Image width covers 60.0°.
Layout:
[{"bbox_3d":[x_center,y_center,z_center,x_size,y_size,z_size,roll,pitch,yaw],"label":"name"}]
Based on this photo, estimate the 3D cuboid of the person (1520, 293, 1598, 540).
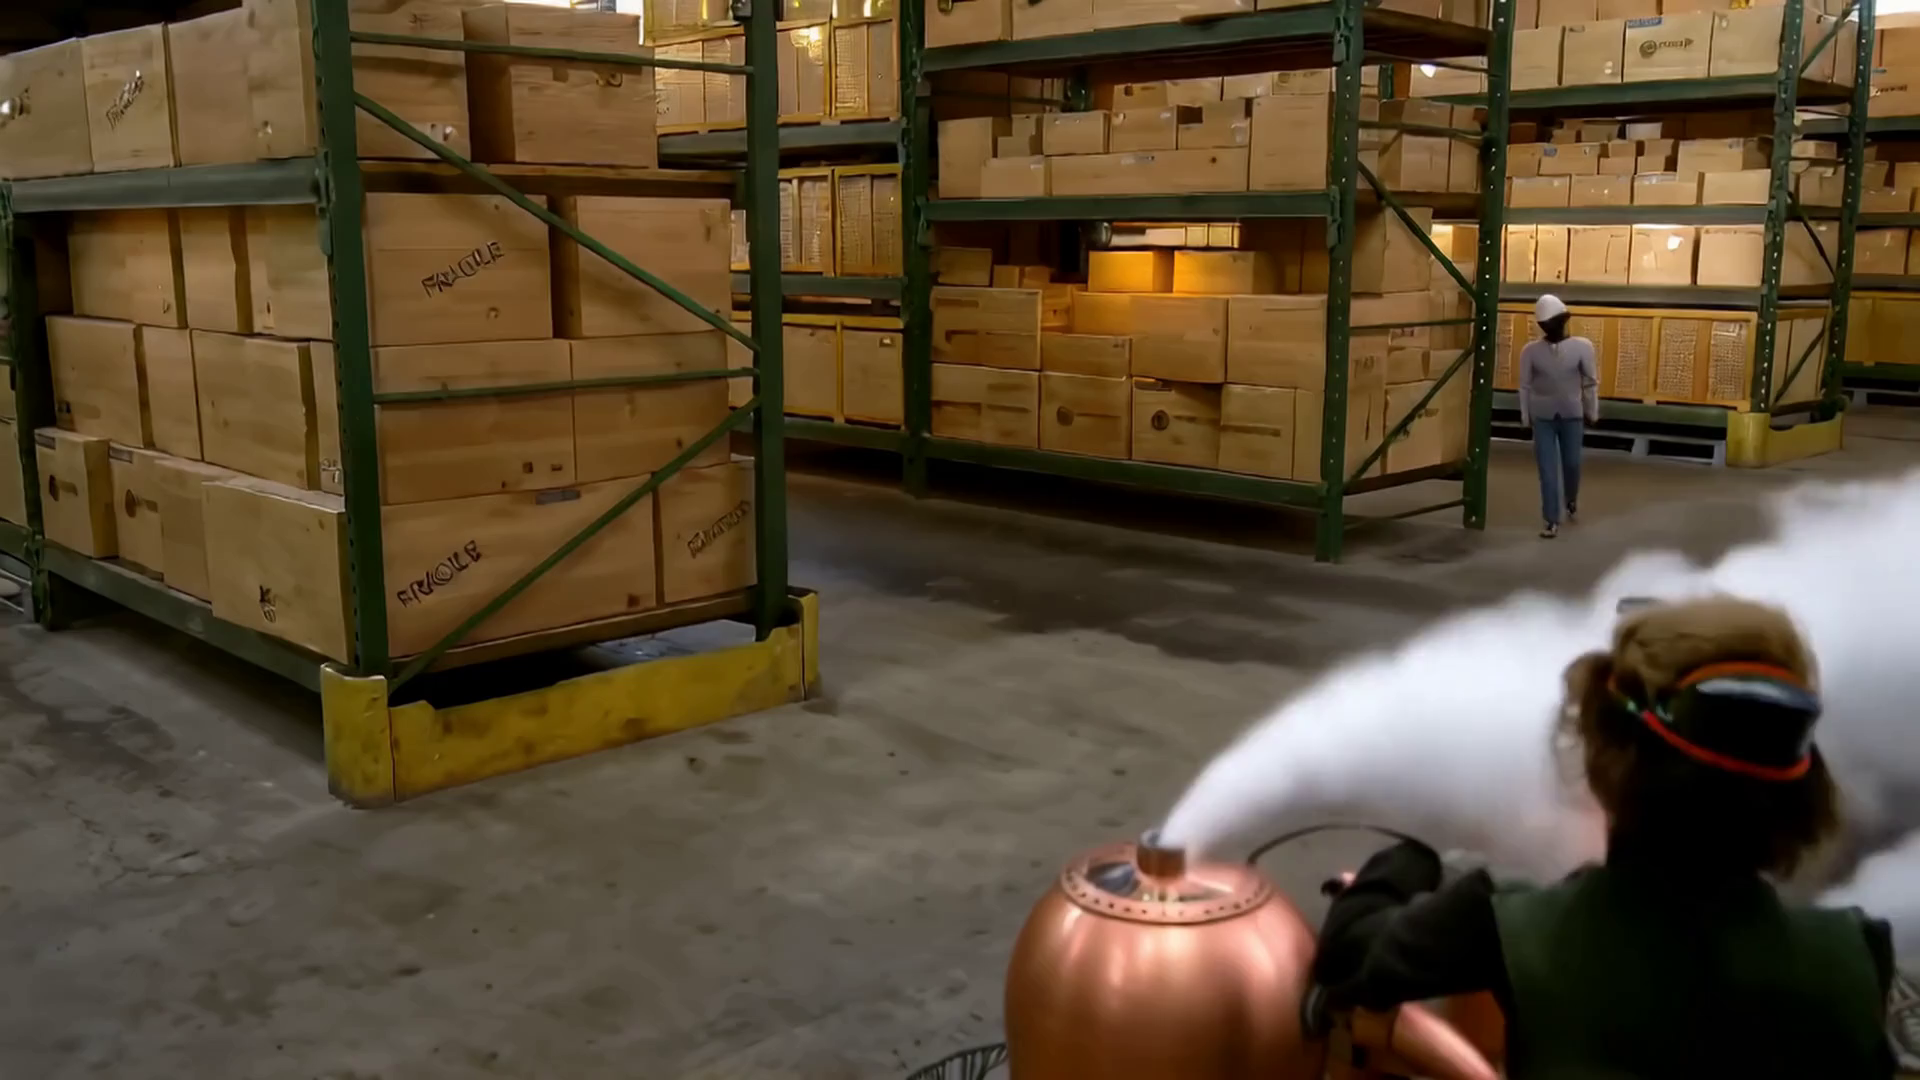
[{"bbox_3d":[4.261,-0.891,11.858,0.538,1.736,0.642,5,11,23],"label":"person"}]
